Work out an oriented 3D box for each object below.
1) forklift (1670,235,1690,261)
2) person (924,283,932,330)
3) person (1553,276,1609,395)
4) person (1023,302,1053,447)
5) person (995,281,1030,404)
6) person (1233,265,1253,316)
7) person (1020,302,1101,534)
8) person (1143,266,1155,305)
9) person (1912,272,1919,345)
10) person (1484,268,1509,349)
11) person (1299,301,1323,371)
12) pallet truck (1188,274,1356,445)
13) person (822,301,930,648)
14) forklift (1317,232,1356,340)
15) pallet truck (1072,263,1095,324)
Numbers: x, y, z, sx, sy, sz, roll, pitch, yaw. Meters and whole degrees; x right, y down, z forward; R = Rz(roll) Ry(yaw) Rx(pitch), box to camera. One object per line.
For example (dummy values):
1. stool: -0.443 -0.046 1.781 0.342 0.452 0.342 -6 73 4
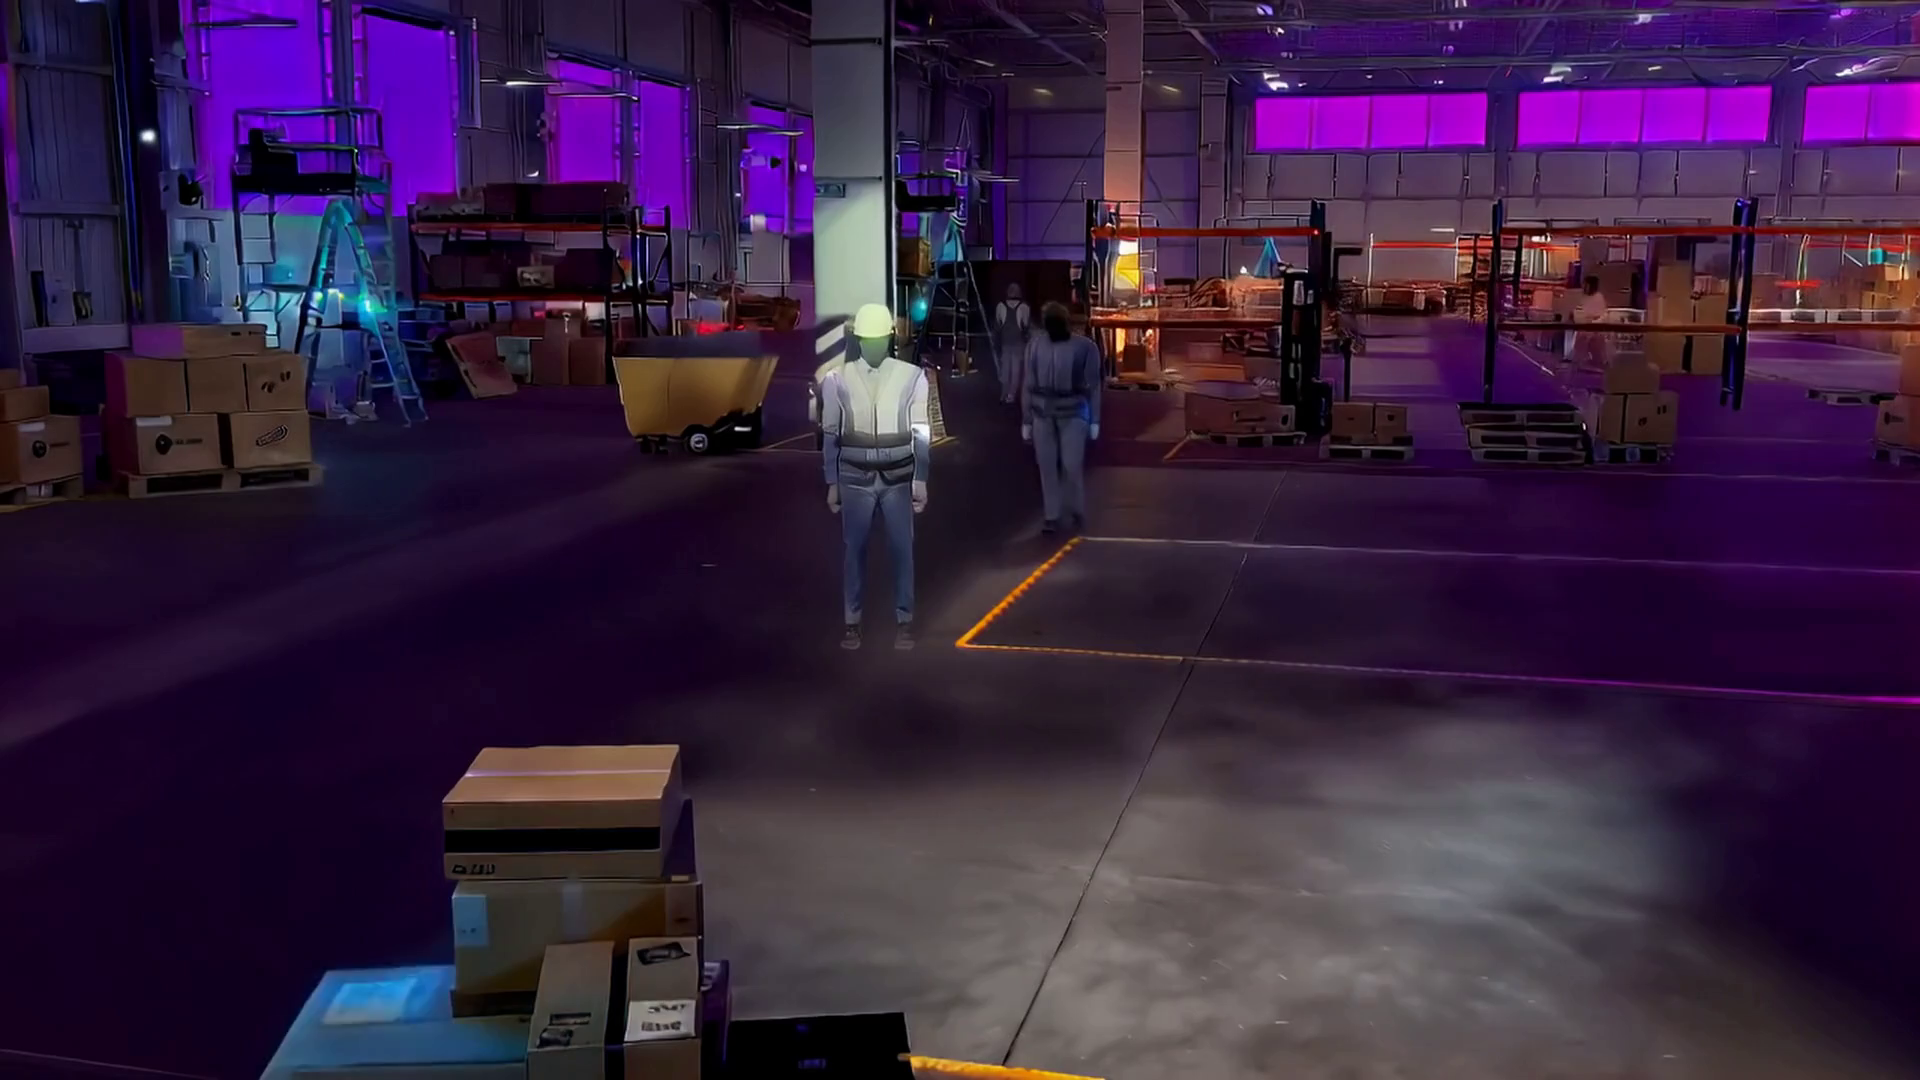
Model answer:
1. forklift: 21.129 -7.574 48.997 1.873 2.768 1.129 7 12 34
2. person: -0.853 -7.338 50.415 0.543 1.929 0.387 -8 12 -38
3. person: 10.008 -3.225 26.342 1.057 1.893 0.635 -2 10 -13
4. person: 1.105 -1.930 19.342 0.830 1.671 0.531 -5 11 -28
5. person: 0.788 -2.927 24.726 0.535 1.827 0.405 2 10 12
6. person: 8.736 -7.515 51.420 0.636 1.938 0.354 0 10 -1
7. person: 0.782 -0.956 13.130 0.647 1.824 0.444 3 10 20
8. person: 6.564 -8.581 57.858 0.584 1.882 0.344 -8 12 -38
9. person: 18.171 -4.109 31.438 0.390 1.916 0.587 3 10 17
10. person: 12.811 -5.522 39.746 0.565 1.912 0.660 2 10 13
11. person: 6.780 -4.120 32.034 0.485 1.738 0.321 -4 10 -21
12. pallet truck: 3.653 -2.138 19.590 1.885 1.965 0.823 -4 10 -20
13. person: -0.469 -0.349 9.244 0.601 1.940 0.412 0 10 -2
14. forklift: 9.533 -6.682 43.748 1.873 2.768 1.129 2 10 14
15. pallet truck: 4.325 -8.180 55.162 0.823 1.965 1.885 6 11 31
